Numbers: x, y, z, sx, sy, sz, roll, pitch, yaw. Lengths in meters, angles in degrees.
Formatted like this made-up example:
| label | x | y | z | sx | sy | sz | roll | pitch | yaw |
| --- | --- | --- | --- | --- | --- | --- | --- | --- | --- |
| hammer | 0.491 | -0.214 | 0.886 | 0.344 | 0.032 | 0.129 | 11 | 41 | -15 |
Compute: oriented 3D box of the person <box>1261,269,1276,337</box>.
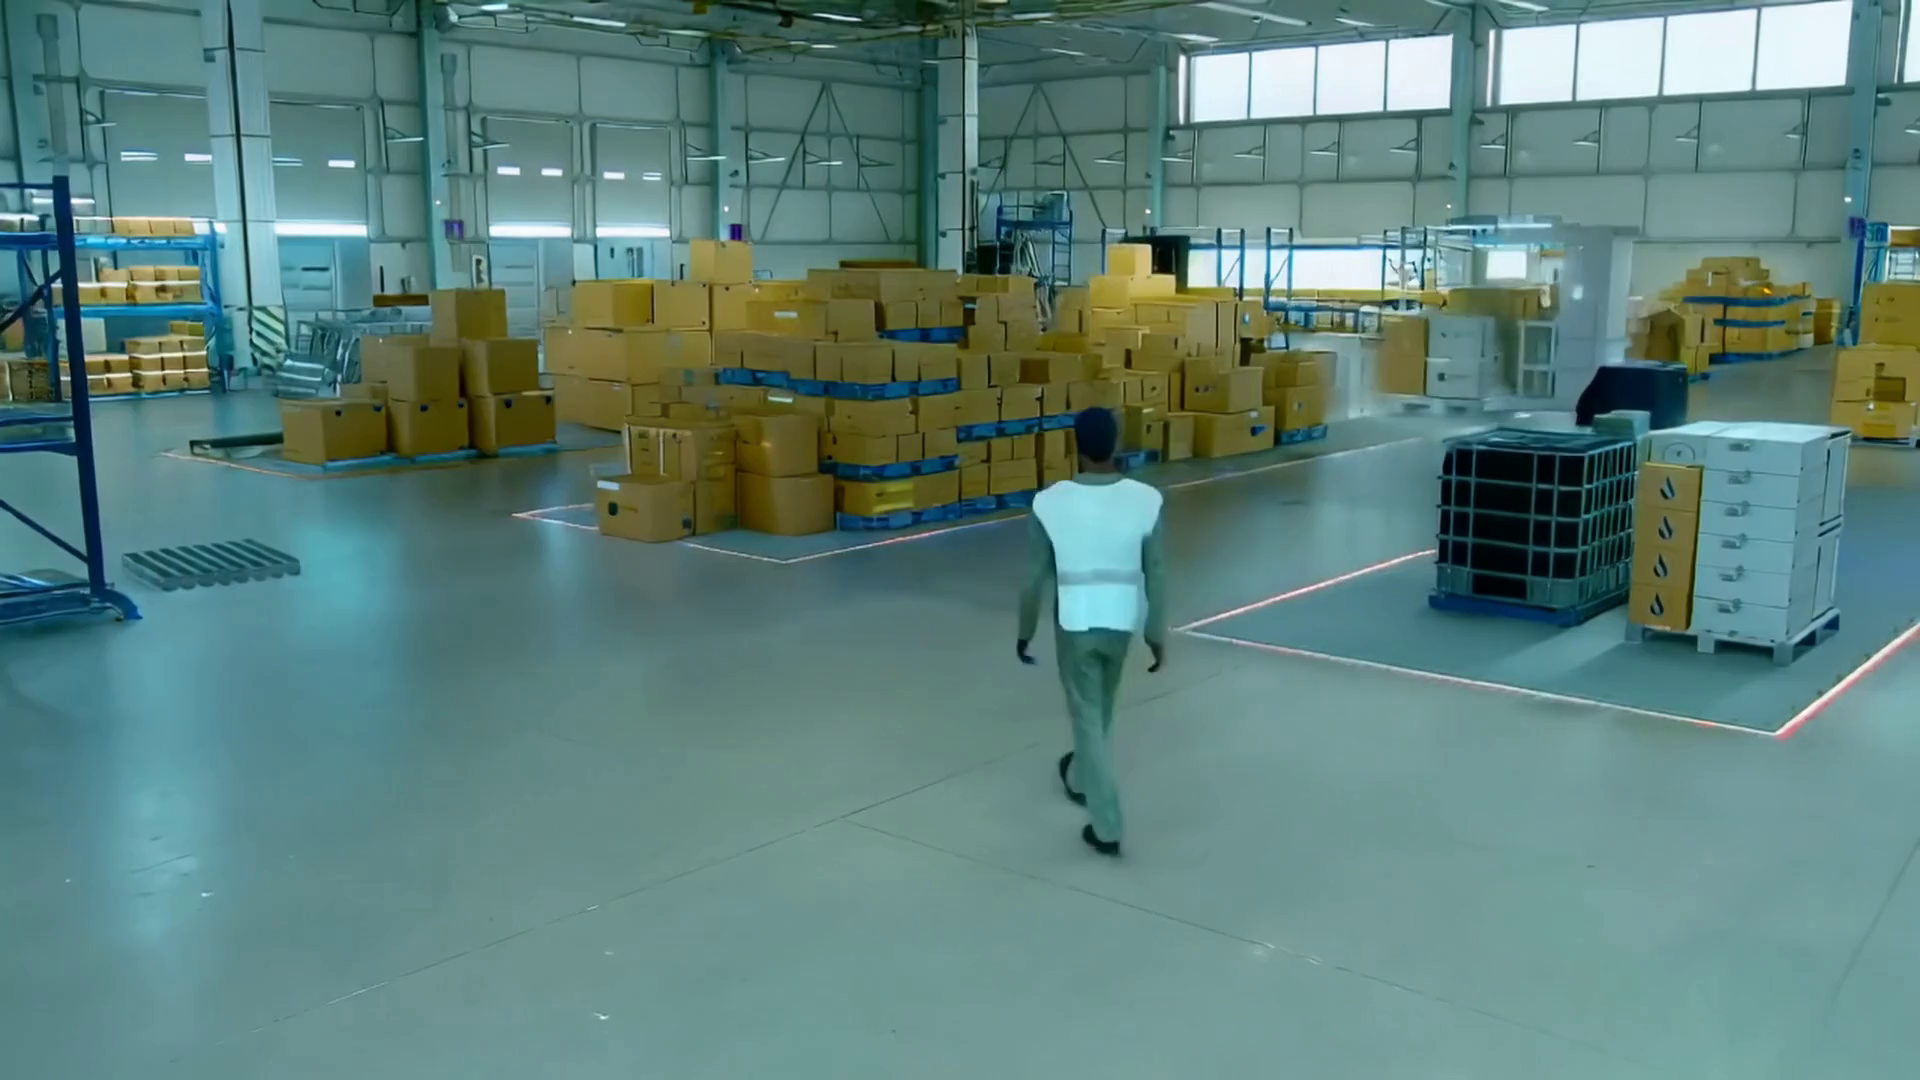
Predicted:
| label | x | y | z | sx | sy | sz | roll | pitch | yaw |
| --- | --- | --- | --- | --- | --- | --- | --- | --- | --- |
| person | 8.940 | -6.845 | 48.053 | 0.373 | 1.934 | 0.551 | -5 | 11 | -27 |

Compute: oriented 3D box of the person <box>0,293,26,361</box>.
| label | x | y | z | sx | sy | sz | roll | pitch | yaw |
| --- | --- | --- | --- | --- | --- | --- | --- | --- | --- |
| person | -17.618 | -3.726 | 30.933 | 0.490 | 1.718 | 0.753 | 0 | 10 | 0 |

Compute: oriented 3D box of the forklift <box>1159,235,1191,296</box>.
| label | x | y | z | sx | sy | sz | roll | pitch | yaw |
| --- | --- | --- | --- | --- | --- | --- | --- | --- | --- |
| forklift | 4.861 | -5.499 | 37.701 | 1.873 | 2.768 | 1.129 | 7 | 12 | 34 |

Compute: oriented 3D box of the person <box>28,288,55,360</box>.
| label | x | y | z | sx | sy | sz | roll | pitch | yaw |
| --- | --- | --- | --- | --- | --- | --- | --- | --- | --- |
| person | -17.711 | -3.950 | 31.946 | 0.520 | 1.812 | 0.937 | 2 | 10 | 10 |

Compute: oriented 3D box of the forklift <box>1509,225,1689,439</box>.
| label | x | y | z | sx | sy | sz | roll | pitch | yaw |
| --- | --- | --- | --- | --- | --- | --- | --- | --- | --- |
| forklift | 8.148 | -2.568 | 21.015 | 1.873 | 2.768 | 1.129 | 8 | 13 | 40 |

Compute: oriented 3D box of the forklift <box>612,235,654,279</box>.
| label | x | y | z | sx | sy | sz | roll | pitch | yaw |
| --- | --- | --- | --- | --- | --- | --- | --- | --- | --- |
| forklift | -7.300 | -5.450 | 37.421 | 1.873 | 2.768 | 1.129 | 8 | 13 | 40 |

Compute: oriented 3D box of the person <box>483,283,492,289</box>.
| label | x | y | z | sx | sy | sz | roll | pitch | yaw |
| --- | --- | --- | --- | --- | --- | --- | --- | --- | --- |
| person | -12.643 | -6.076 | 44.628 | 0.527 | 1.592 | 0.849 | 7 | 12 | 33 |

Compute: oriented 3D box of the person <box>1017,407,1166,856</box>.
| label | x | y | z | sx | sy | sz | roll | pitch | yaw |
| --- | --- | --- | --- | --- | --- | --- | --- | --- | --- |
| person | 0.550 | 0.353 | 7.257 | 0.614 | 1.862 | 0.987 | -2 | 10 | -14 |

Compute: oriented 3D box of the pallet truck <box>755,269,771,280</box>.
| label | x | y | z | sx | sy | sz | roll | pitch | yaw |
| --- | --- | --- | --- | --- | --- | --- | --- | --- | --- |
| pallet truck | -4.996 | -6.432 | 45.525 | 1.885 | 1.965 | 0.823 | -6 | 12 | -32 |

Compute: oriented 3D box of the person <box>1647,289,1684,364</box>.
| label | x | y | z | sx | sy | sz | roll | pitch | yaw |
| --- | --- | --- | --- | --- | --- | --- | --- | --- | --- |
| person | 10.066 | -2.572 | 23.626 | 0.687 | 1.964 | 0.607 | -6 | 11 | -29 |
